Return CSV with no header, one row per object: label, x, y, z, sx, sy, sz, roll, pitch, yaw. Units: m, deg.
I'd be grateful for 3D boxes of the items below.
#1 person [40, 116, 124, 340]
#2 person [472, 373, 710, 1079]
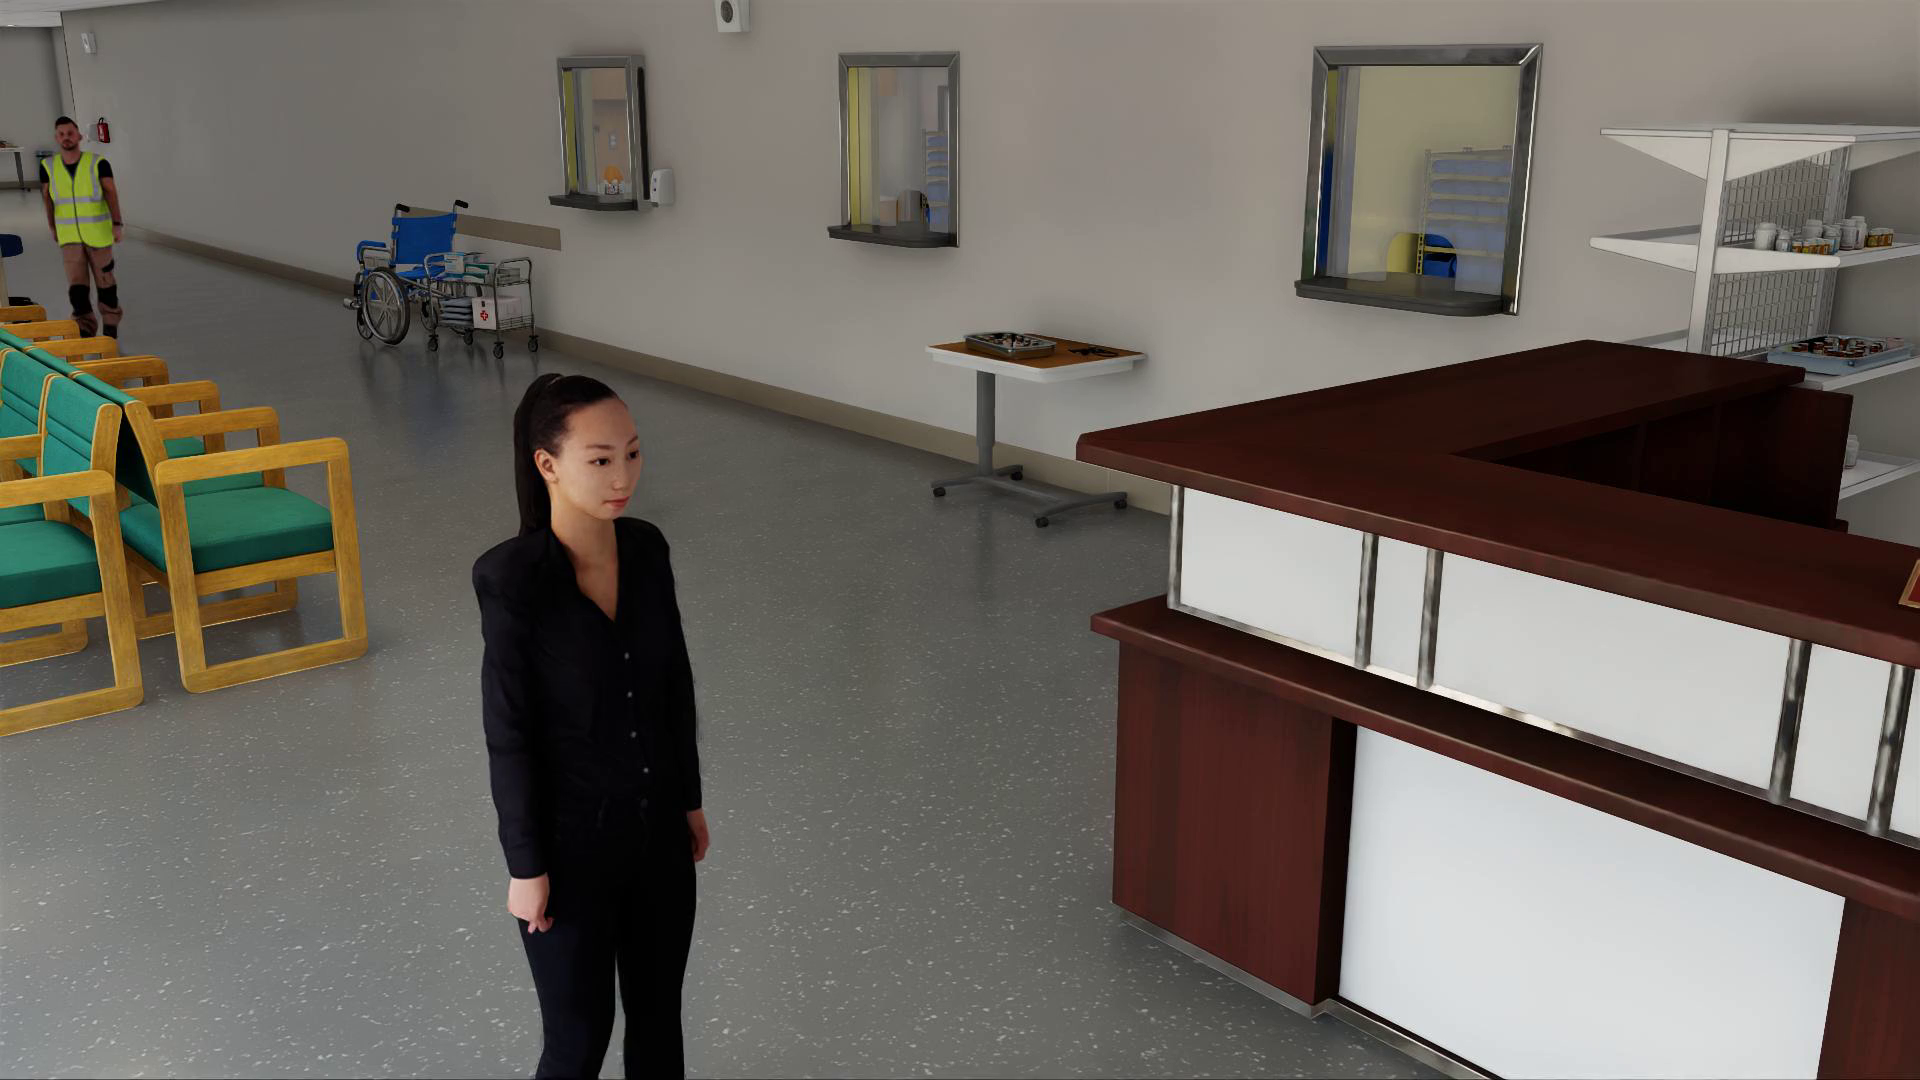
person,-7.030,-2.455,13.397,1.205,1.810,1.018,-7,17,-22
person,-0.636,0.546,2.931,0.671,1.713,0.488,12,20,37
